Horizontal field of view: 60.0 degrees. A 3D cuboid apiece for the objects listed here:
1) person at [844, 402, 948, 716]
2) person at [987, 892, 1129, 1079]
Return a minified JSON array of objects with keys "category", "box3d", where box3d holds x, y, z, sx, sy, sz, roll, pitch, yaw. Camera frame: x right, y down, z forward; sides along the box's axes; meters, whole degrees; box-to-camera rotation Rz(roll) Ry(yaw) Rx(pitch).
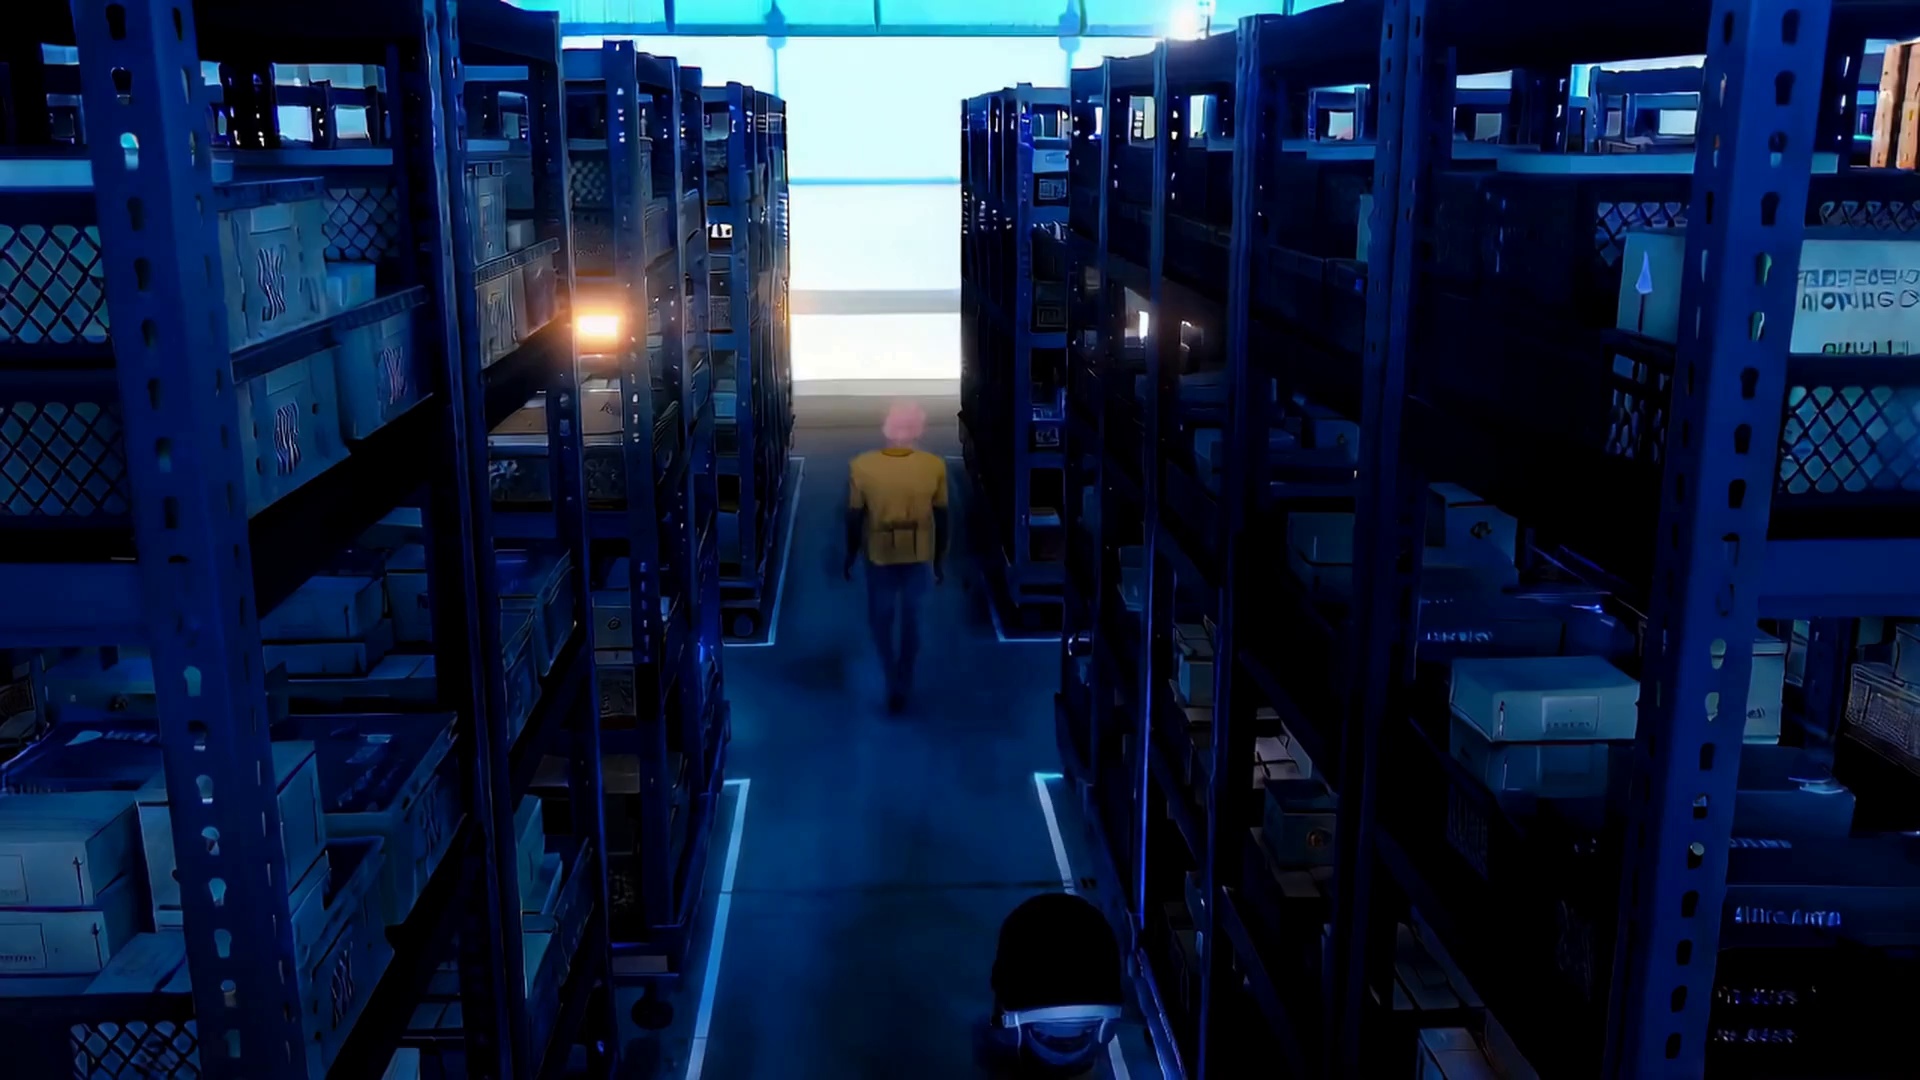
[{"category":"person","box3d":[-0.363,0.132,9.502,0.603,1.832,0.450,-3,14,-12]},{"category":"person","box3d":[0.173,1.605,3.142,0.625,1.992,0.389,-4,15,-17]}]
